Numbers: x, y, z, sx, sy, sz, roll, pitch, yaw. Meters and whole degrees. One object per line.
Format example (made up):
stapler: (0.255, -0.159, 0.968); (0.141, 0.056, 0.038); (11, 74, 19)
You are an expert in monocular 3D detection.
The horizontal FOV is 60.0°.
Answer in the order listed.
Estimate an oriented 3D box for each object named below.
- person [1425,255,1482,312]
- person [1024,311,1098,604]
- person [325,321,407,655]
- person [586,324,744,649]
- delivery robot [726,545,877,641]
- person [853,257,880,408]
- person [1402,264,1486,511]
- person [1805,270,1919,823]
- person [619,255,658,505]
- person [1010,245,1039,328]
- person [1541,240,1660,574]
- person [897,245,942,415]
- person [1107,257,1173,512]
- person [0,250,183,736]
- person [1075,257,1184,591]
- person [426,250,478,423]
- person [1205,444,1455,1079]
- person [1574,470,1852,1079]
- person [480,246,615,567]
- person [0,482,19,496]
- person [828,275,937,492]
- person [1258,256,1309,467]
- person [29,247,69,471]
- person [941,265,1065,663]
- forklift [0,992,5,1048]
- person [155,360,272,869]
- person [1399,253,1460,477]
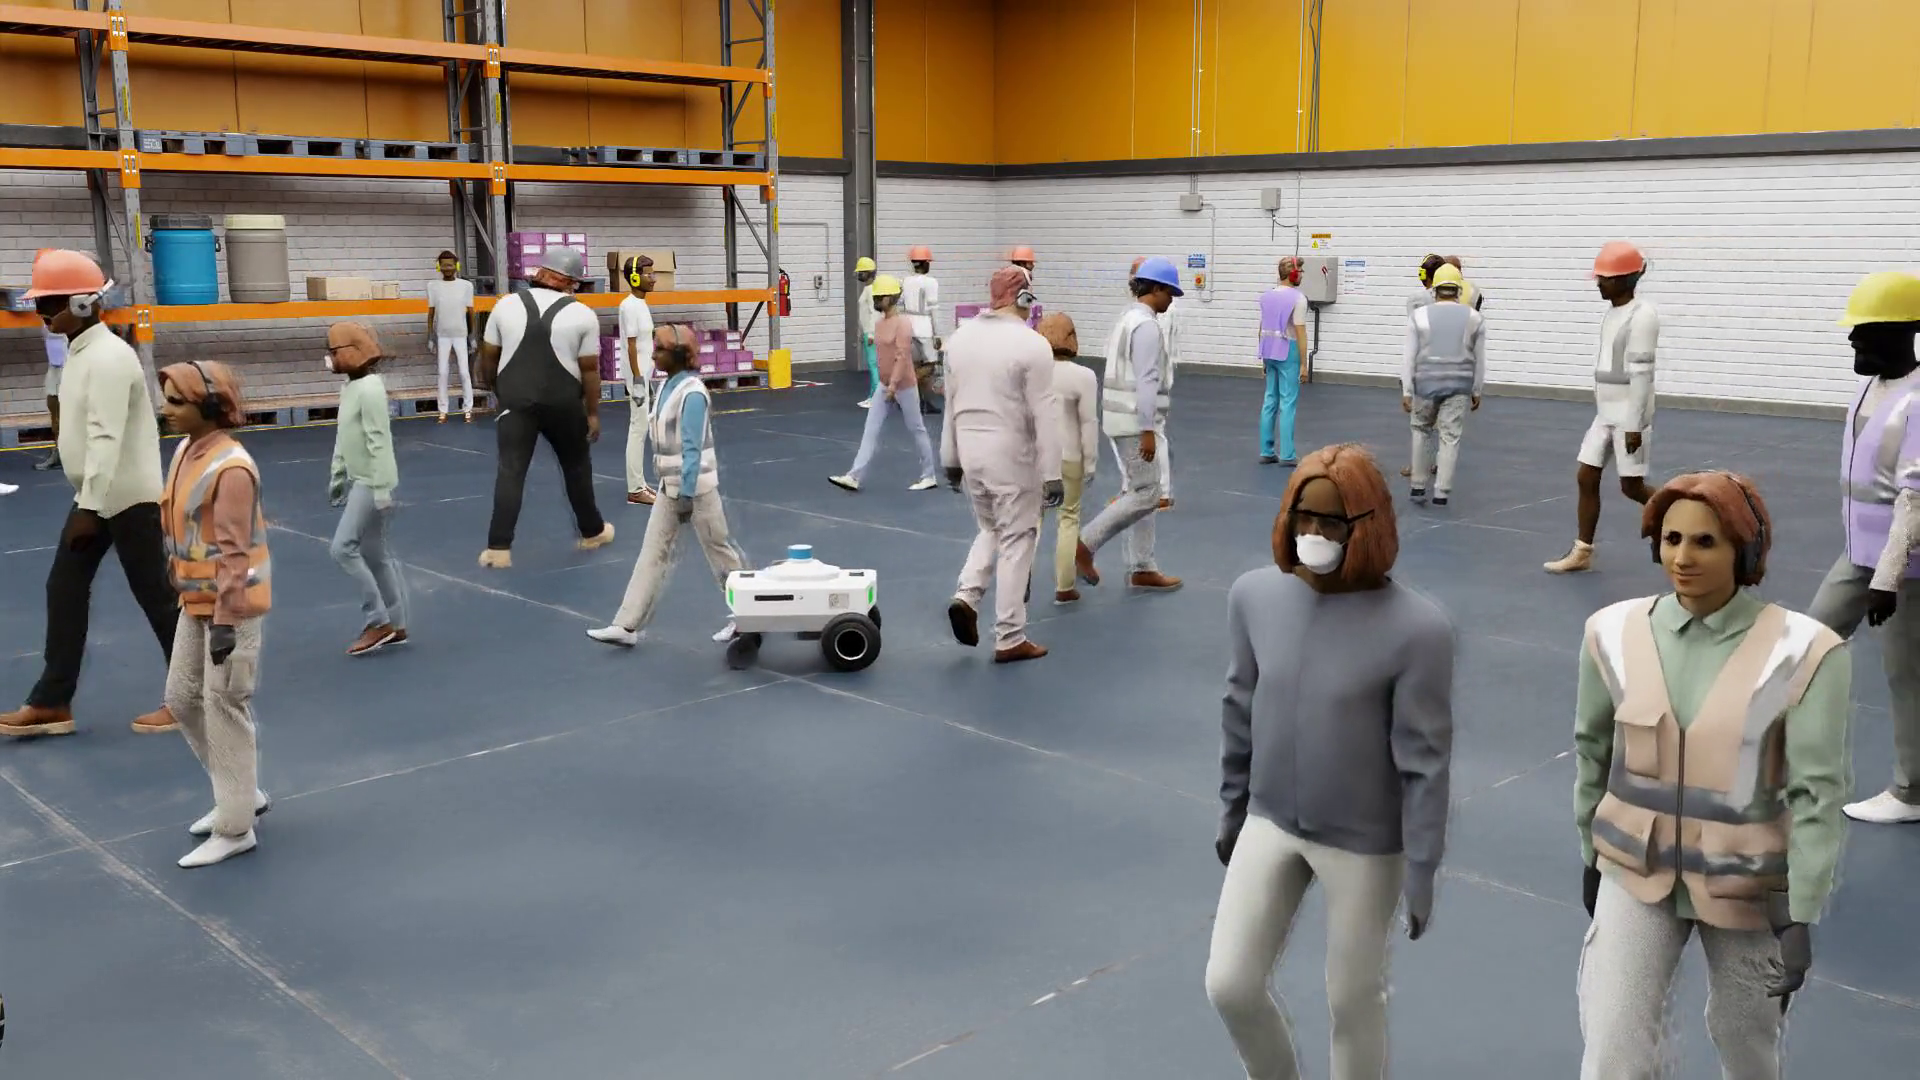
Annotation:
person: (4.929, -1.970, 16.906); (0.623, 1.809, 0.833); (0, 10, -2)
person: (0.490, -0.424, 9.001); (0.518, 1.617, 0.529); (4, 11, 20)
person: (-2.910, -0.244, 8.041); (0.436, 1.613, 0.517); (-6, 12, -28)
person: (-1.379, -0.252, 8.118); (0.883, 1.589, 0.536); (-6, 12, -30)
delivery robot: (-0.750, 0.266, 7.890); (0.707, 0.478, 0.477); (0, 10, -3)
person: (-1.084, -2.430, 19.552); (0.330, 1.765, 0.533); (-2, 11, -9)
person: (3.599, -1.148, 12.437); (0.614, 1.802, 0.739); (2, 11, 9)
person: (3.040, 0.043, 5.669); (0.767, 1.898, 0.625); (1, 10, 5)
person: (-2.403, -1.206, 12.586); (0.329, 1.872, 0.510); (-1, 10, -5)
person: (0.591, -2.215, 17.949); (0.517, 1.920, 0.568); (-1, 10, -4)
person: (3.986, -0.747, 9.752); (0.874, 2.008, 0.637); (0, 10, -1)
person: (-0.482, -2.332, 18.596); (0.724, 1.923, 0.555); (-10, 14, -44)
person: (1.298, -1.113, 12.101); (0.605, 1.860, 0.598); (-3, 11, -18)
person: (-3.487, -0.149, 6.594); (0.917, 1.956, 0.637); (-10, 14, -43)
person: (0.943, -0.635, 9.383); (0.652, 1.902, 0.670); (0, 10, -2)
person: (-5.490, -2.186, 17.973); (0.512, 1.860, 0.321); (-2, 11, -10)
person: (0.728, 0.612, 3.338); (0.520, 1.615, 0.435); (8, 13, 38)
person: (1.426, 0.650, 3.201); (0.512, 1.605, 0.841); (9, 13, 39)
person: (-2.614, -0.892, 10.406); (0.767, 2.000, 0.939); (0, 10, -2)
person: (-7.444, -1.202, 12.482); (0.623, 1.893, 0.833); (8, 13, 37)
person: (-0.568, -1.208, 13.043); (0.943, 1.708, 0.530); (-8, 13, -36)
person: (2.826, -1.560, 14.584); (0.373, 1.843, 0.572); (-6, 12, -29)
person: (-7.698, -1.567, 14.416); (0.556, 1.920, 0.735); (9, 14, 40)
person: (0.192, -0.359, 7.935); (0.744, 1.878, 0.475); (10, 15, 44)
forklift: (-3.245, 0.323, 3.363); (2.313, 2.155, 1.214); (2, 11, 13)
person: (-2.422, 0.232, 5.394); (0.376, 1.631, 0.553); (-9, 14, -40)
person: (3.914, -1.446, 13.897); (0.513, 1.872, 0.331); (-3, 11, -17)
